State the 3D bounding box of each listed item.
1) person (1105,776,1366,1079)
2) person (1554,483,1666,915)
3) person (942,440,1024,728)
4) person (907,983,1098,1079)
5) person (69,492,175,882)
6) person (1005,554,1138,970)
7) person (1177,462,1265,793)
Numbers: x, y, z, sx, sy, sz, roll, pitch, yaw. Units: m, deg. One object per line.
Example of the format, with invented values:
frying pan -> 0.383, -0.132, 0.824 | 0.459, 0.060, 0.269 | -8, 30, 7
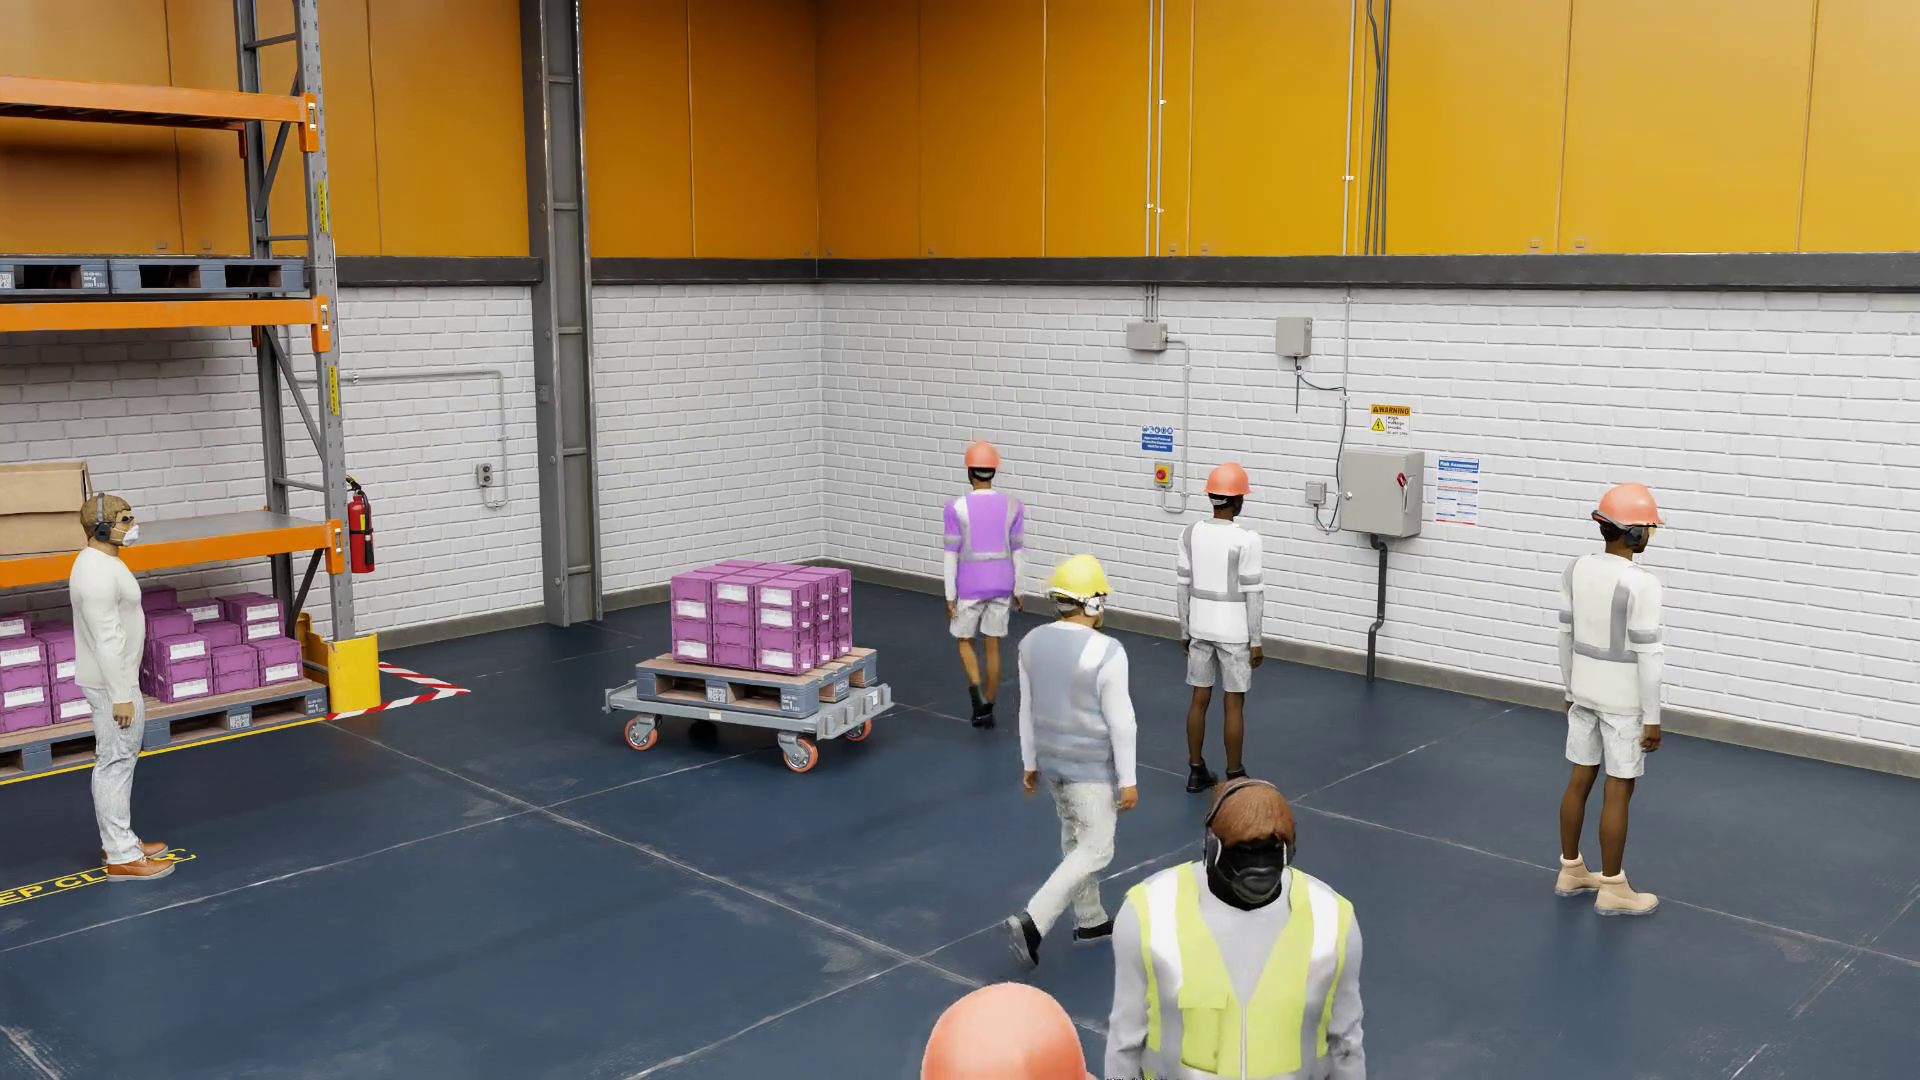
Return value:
person -> 0.672, 1.467, 4.083 | 0.634, 1.838, 0.430 | 1, 9, 4
person -> 3.092, 0.743, 7.862 | 0.374, 2.043, 0.613 | -4, 10, -21
person -> 0.168, 0.312, 10.907 | 0.567, 1.917, 0.569 | -2, 9, -12
person -> -0.021, 1.650, 2.543 | 0.803, 1.964, 0.605 | -7, 12, -38
person -> -4.203, 0.725, 8.296 | 0.372, 1.940, 0.631 | -5, 11, -28
person -> 0.479, 0.963, 7.222 | 0.751, 1.813, 0.599 | -7, 12, -38
person -> 1.508, 0.519, 9.553 | 0.544, 1.939, 0.372 | 8, 12, 41
